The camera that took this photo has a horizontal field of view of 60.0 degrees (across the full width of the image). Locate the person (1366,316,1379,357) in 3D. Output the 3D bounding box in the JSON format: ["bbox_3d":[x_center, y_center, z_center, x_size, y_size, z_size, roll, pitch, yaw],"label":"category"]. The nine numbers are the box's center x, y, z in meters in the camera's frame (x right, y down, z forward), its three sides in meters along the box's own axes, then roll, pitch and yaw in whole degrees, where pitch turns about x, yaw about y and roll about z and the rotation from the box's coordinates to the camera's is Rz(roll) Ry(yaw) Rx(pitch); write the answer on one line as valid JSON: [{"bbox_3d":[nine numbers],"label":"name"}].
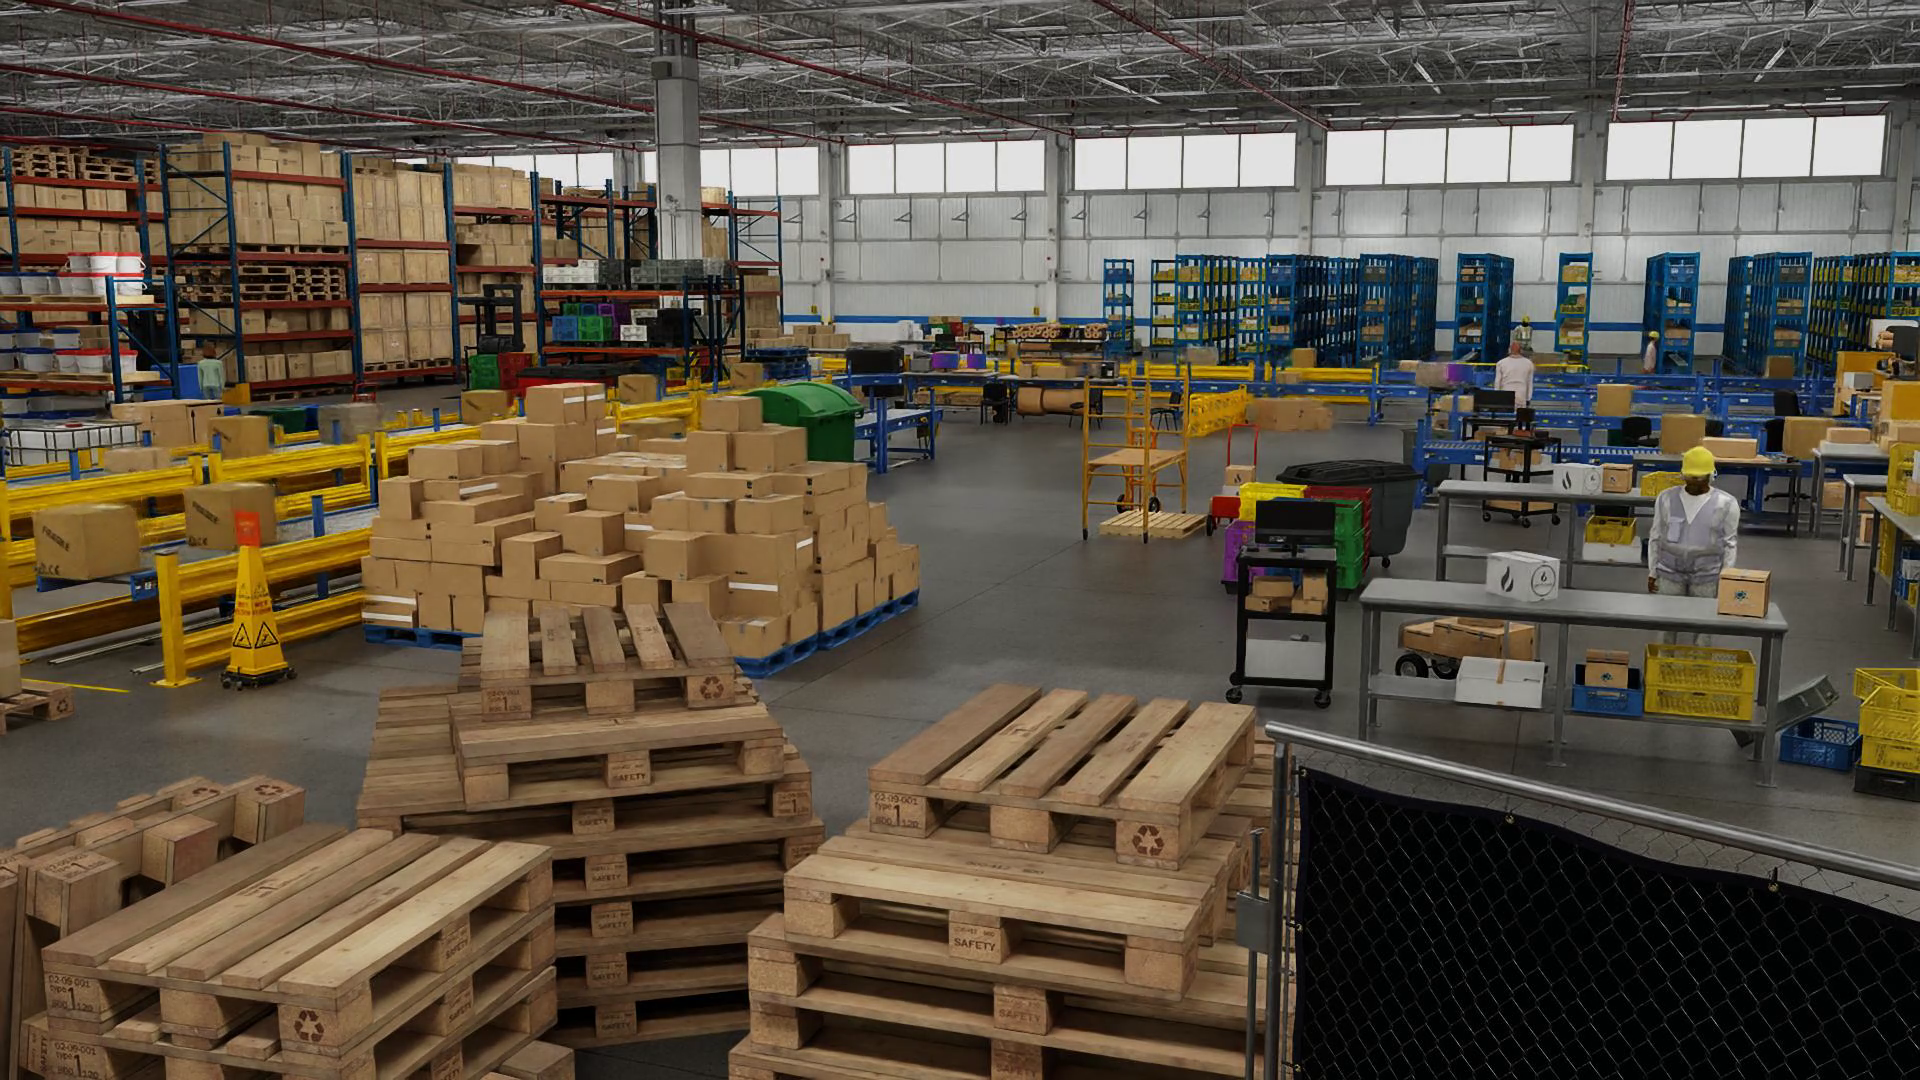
[{"bbox_3d":[12.607,-6.032,50.727,0.613,1.997,0.374,-8,12,-43],"label":"person"}]

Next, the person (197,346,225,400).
[{"bbox_3d":[-14.826,-3.022,32.963,0.498,1.634,0.284,-1,9,-5],"label":"person"}]

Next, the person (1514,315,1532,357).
[{"bbox_3d":[16.950,-5.838,50.016,0.587,1.836,0.403,-2,9,-11],"label":"person"}]

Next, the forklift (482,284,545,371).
[{"bbox_3d":[-10.832,-4.702,39.610,1.129,2.768,1.873,3,10,20],"label":"forklift"}]

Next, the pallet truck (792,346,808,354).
[{"bbox_3d":[-3.705,-4.298,42.022,0.653,1.274,1.630,3,10,20],"label":"pallet truck"}]

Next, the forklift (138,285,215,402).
[{"bbox_3d":[-17.480,-4.200,36.461,1.873,2.768,1.129,3,10,19],"label":"forklift"}]

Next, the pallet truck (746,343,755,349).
[{"bbox_3d":[-6.183,-4.618,44.264,1.601,1.201,0.680,-9,12,-43],"label":"pallet truck"}]

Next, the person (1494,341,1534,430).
[{"bbox_3d":[9.536,-2.469,28.689,0.641,1.897,0.398,1,9,5],"label":"person"}]

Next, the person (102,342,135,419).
[{"bbox_3d":[-14.299,-2.422,28.300,0.391,1.929,0.539,6,11,31],"label":"person"}]

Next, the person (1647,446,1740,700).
[{"bbox_3d":[5.212,0.238,11.889,0.588,1.829,0.404,6,11,33],"label":"person"}]

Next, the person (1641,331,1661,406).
[{"bbox_3d":[15.996,-3.972,38.533,0.407,1.752,0.549,4,10,23],"label":"person"}]
